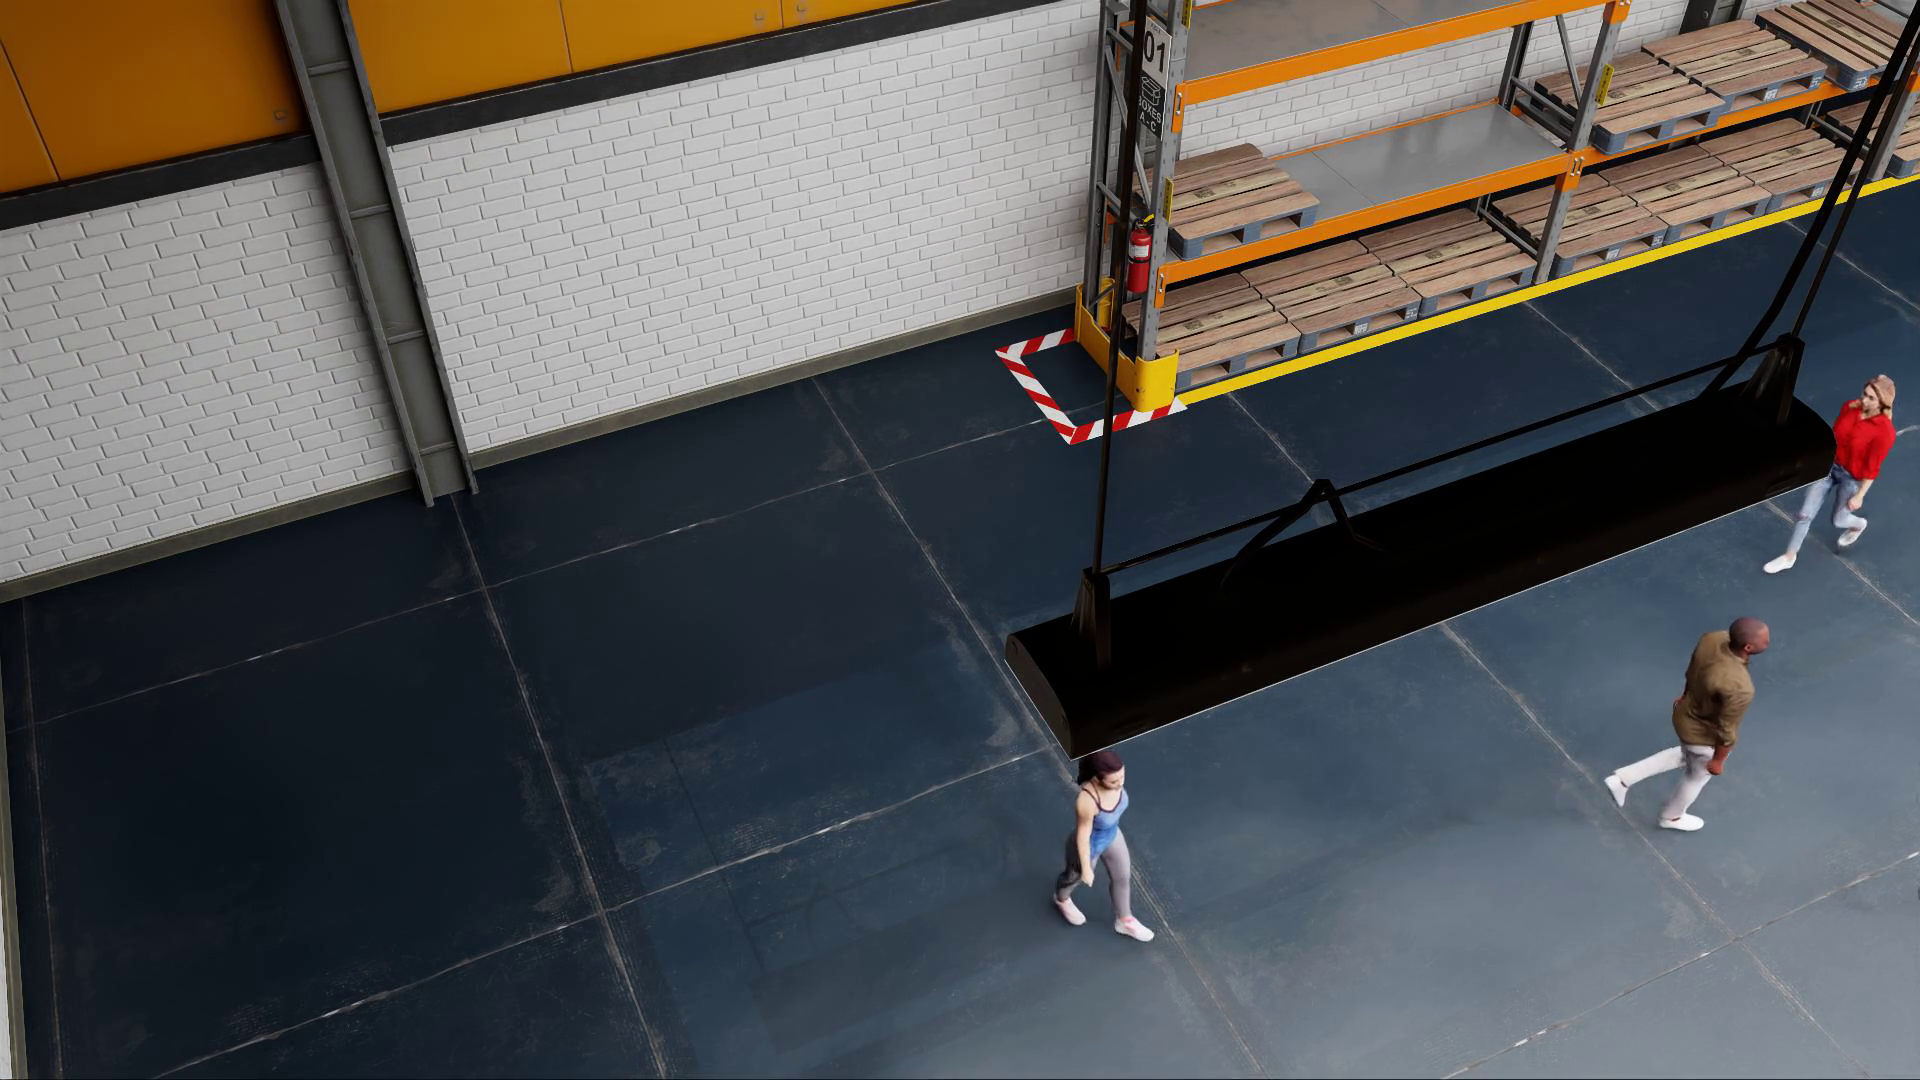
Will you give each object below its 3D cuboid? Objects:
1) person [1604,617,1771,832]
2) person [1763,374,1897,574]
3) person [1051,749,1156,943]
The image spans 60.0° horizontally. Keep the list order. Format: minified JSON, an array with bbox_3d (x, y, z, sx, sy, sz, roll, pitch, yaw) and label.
[{"bbox_3d":[4.291,1.109,9.768,1.046,1.804,0.951,3,44,3],"label":"person"},{"bbox_3d":[6.158,-0.447,11.491,1.008,1.680,0.626,-16,46,-17],"label":"person"},{"bbox_3d":[0.699,1.656,9.353,0.869,1.586,0.915,30,51,28],"label":"person"}]
